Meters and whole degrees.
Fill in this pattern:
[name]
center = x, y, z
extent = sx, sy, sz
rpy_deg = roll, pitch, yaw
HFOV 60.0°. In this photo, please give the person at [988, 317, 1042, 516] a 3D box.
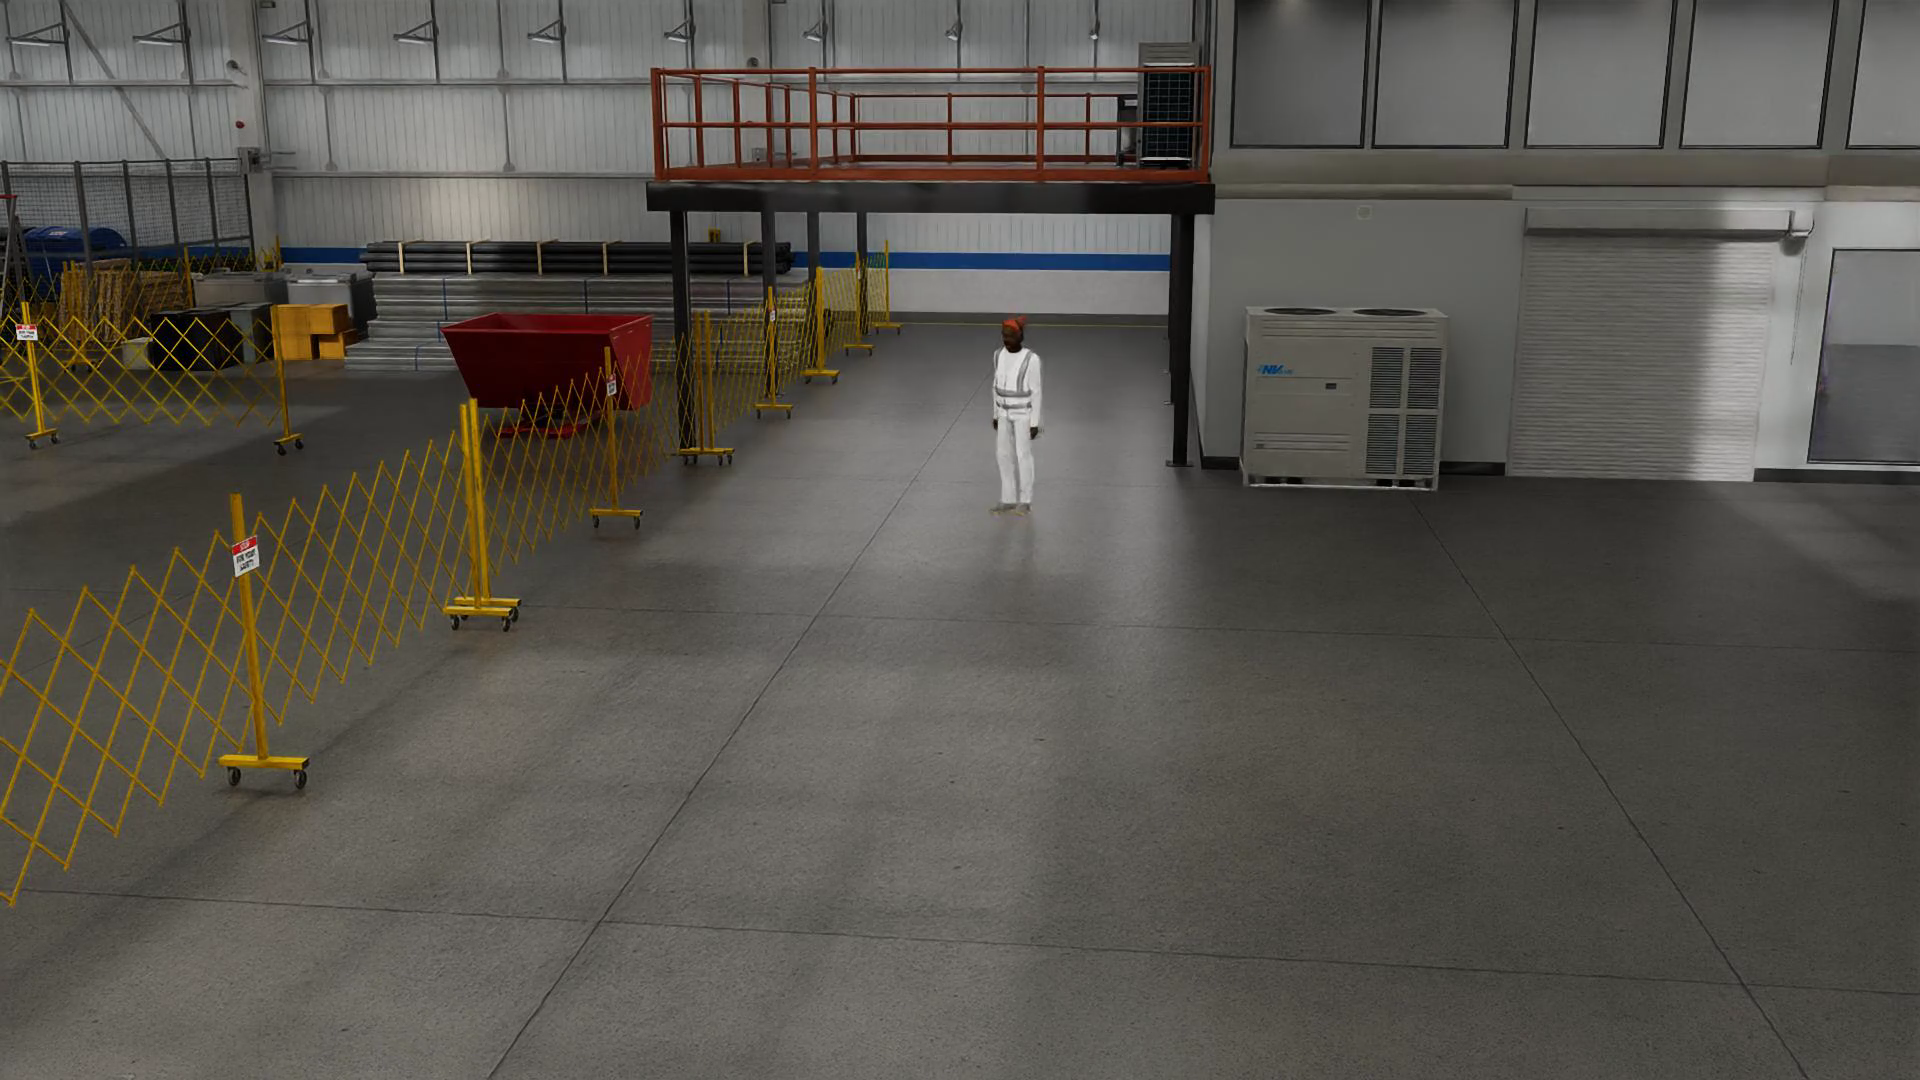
[person]
center = 0.501, -1.153, 15.584
extent = 0.606, 1.872, 0.422
rpy_deg = 13, 19, 43
